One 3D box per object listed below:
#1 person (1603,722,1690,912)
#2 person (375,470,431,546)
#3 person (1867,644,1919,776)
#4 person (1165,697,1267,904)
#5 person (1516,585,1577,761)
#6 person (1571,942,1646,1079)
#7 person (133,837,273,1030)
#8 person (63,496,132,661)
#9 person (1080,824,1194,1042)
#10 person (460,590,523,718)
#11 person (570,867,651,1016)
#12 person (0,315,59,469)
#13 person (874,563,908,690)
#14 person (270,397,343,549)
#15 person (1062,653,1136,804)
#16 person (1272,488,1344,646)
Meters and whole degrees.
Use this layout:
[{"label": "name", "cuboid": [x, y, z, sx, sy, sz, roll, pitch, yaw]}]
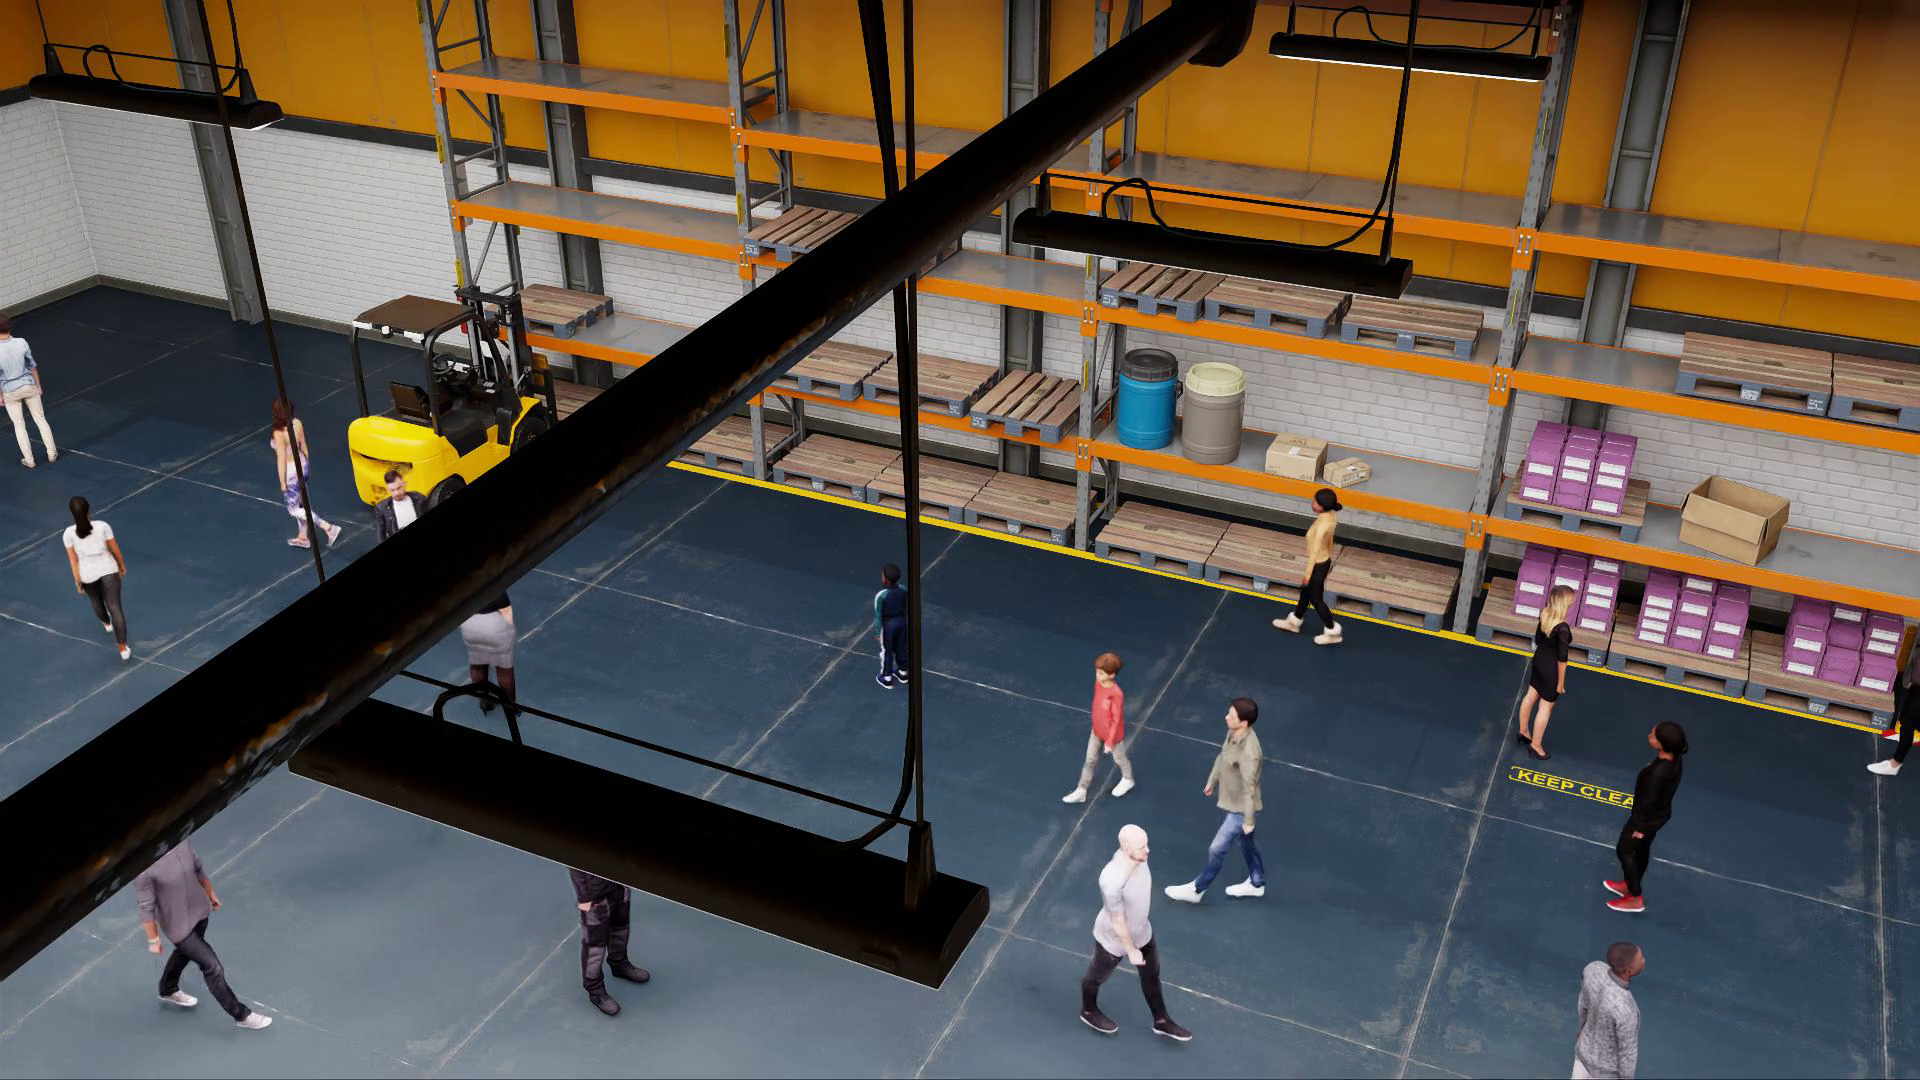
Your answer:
[{"label": "person", "cuboid": [5.222, 2.083, 12.488, 0.699, 1.674, 0.730, -24, 36, -36]}, {"label": "person", "cuboid": [-5.305, 0.101, 15.998, 0.931, 1.794, 1.012, -24, 37, -37]}, {"label": "person", "cuboid": [8.166, 1.283, 13.936, 0.959, 1.692, 0.762, 5, 29, 8]}, {"label": "person", "cuboid": [2.199, 1.987, 12.499, 1.167, 1.832, 0.995, 0, 29, -1]}, {"label": "person", "cuboid": [5.036, 1.115, 14.261, 0.639, 1.676, 0.614, -6, 29, -10]}, {"label": "person", "cuboid": [3.944, 3.199, 10.271, 0.778, 1.839, 0.755, -6, 29, -11]}, {"label": "person", "cuboid": [-5.403, 2.587, 11.427, 1.234, 1.807, 0.907, 5, 29, 9]}, {"label": "person", "cuboid": [-8.100, 0.388, 15.685, 1.028, 1.589, 1.188, -15, 32, -25]}, {"label": "person", "cuboid": [1.013, 2.643, 11.321, 1.064, 1.809, 0.776, 19, 34, 31]}, {"label": "person", "cuboid": [-4.195, 0.799, 14.754, 0.619, 1.759, 0.774, 7, 29, 12]}, {"label": "person", "cuboid": [-2.487, 2.420, 11.624, 0.570, 1.911, 0.691, 14, 32, 24]}, {"label": "person", "cuboid": [-10.928, -1.740, 19.316, 0.730, 1.847, 0.707, -22, 35, -34]}, {"label": "person", "cuboid": [-0.629, 0.779, 15.316, 0.560, 1.255, 0.582, -21, 35, -33]}, {"label": "person", "cuboid": [-6.892, -0.660, 17.440, 1.018, 1.749, 0.731, 6, 29, 11]}, {"label": "person", "cuboid": [1.282, 1.559, 13.751, 0.881, 1.386, 0.940, -18, 34, -30]}, {"label": "person", "cuboid": [3.472, 0.272, 15.844, 0.935, 1.640, 0.611, 13, 31, 22]}]
